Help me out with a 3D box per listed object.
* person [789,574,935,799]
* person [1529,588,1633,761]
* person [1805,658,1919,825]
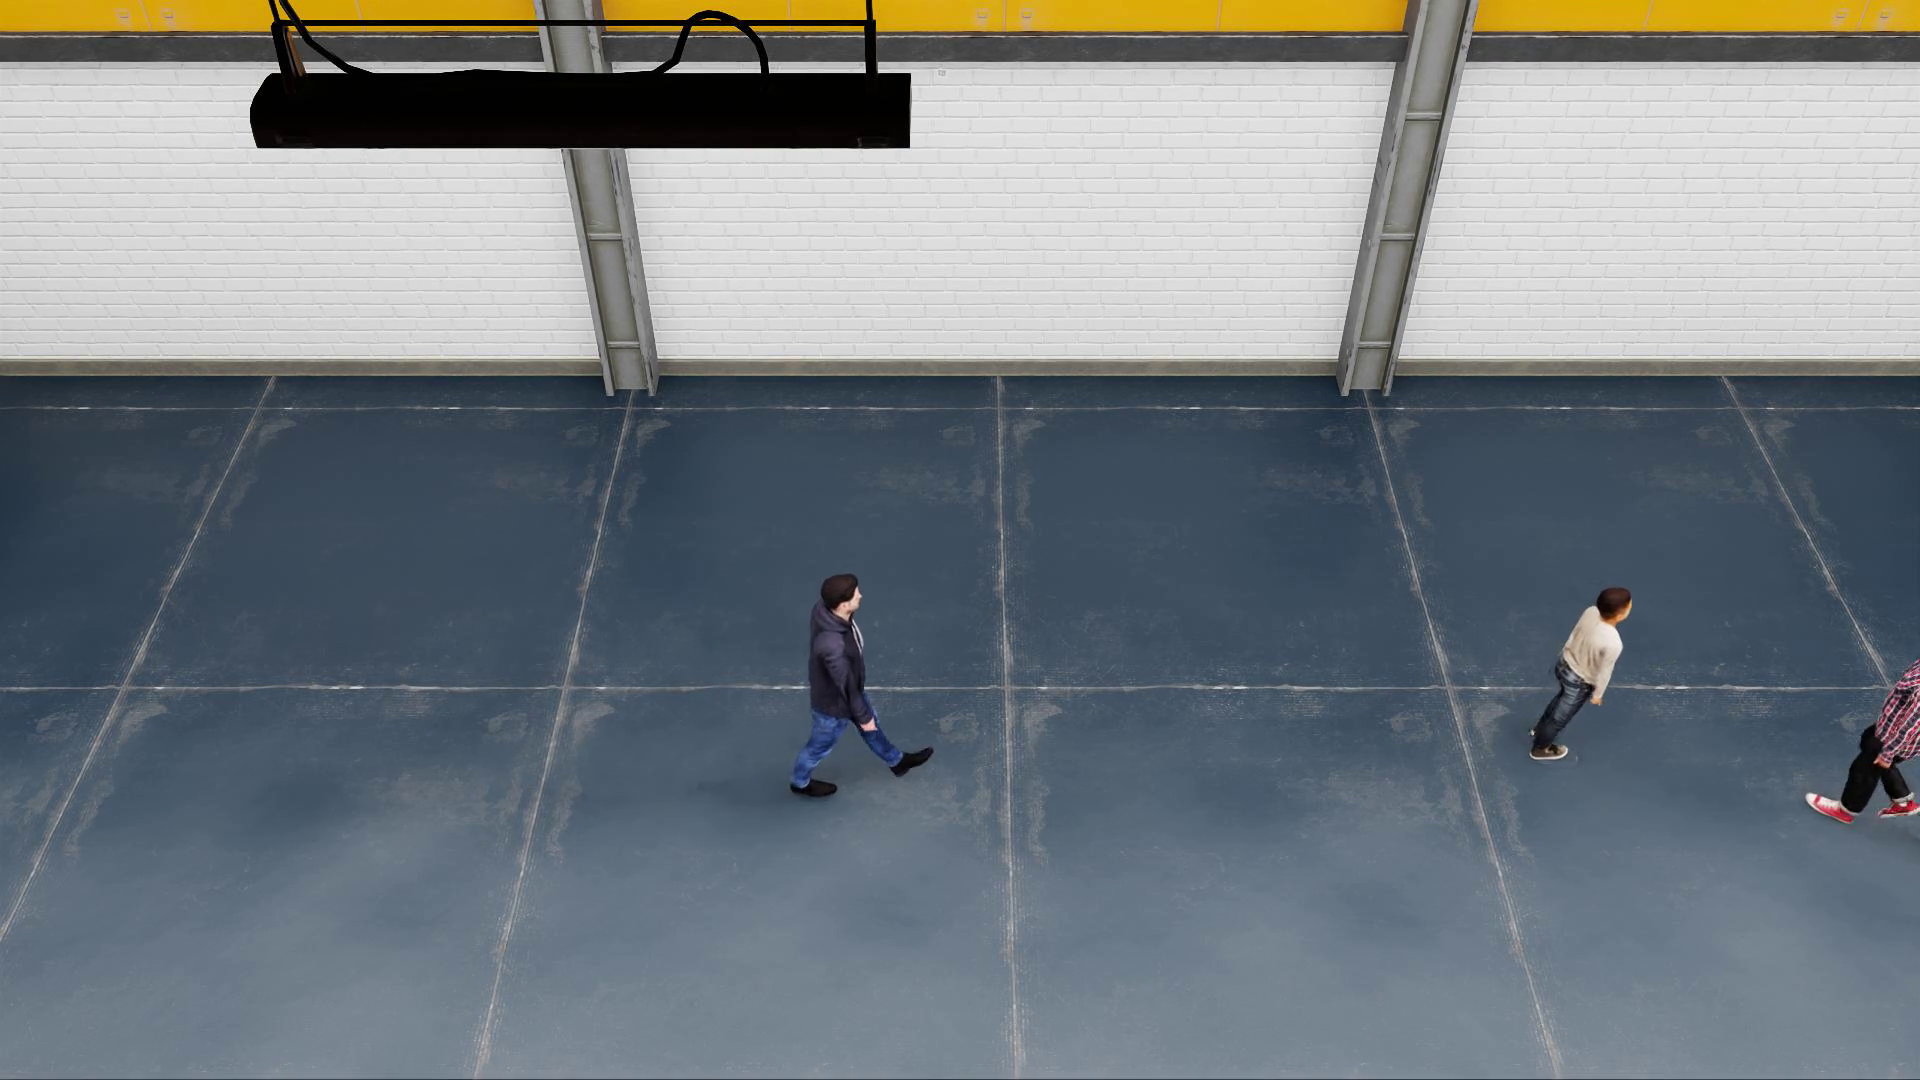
[{"bbox_3d":[-0.836,0.953,10.006,1.166,1.835,0.748,-3,44,-3],"label":"person"},{"bbox_3d":[3.829,0.839,10.405,0.605,1.449,0.610,-8,44,-8],"label":"person"},{"bbox_3d":[5.654,1.142,9.869,0.999,1.750,0.933,28,50,26],"label":"person"}]
